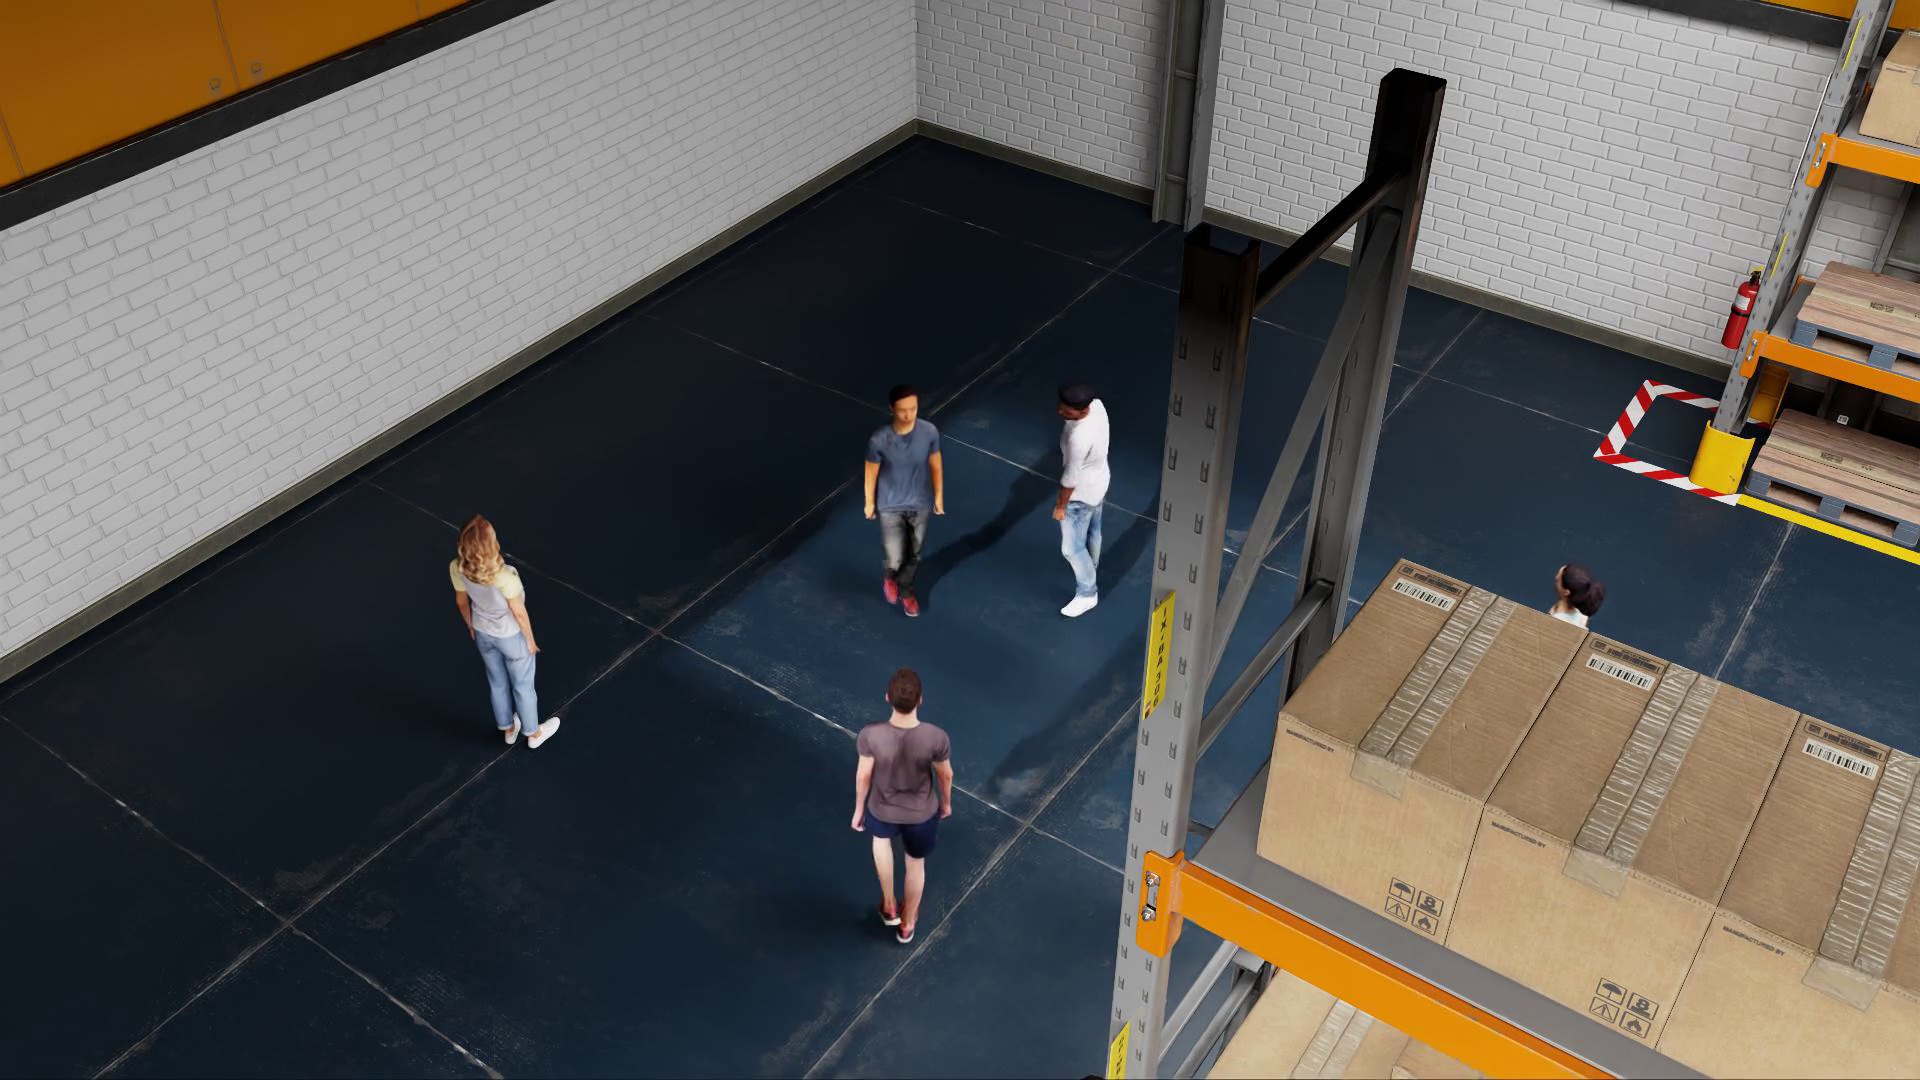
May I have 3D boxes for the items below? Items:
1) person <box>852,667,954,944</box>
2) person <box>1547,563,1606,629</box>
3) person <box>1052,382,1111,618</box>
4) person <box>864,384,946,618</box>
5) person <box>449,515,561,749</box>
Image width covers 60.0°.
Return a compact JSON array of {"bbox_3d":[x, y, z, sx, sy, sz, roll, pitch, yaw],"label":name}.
[{"bbox_3d":[-0.310,1.479,8.708,0.775,1.840,0.872,1,39,1],"label":"person"},{"bbox_3d":[3.360,0.836,9.574,0.596,1.764,0.625,31,48,33],"label":"person"},{"bbox_3d":[0.855,-0.378,11.092,0.664,1.766,0.877,28,46,30],"label":"person"},{"bbox_3d":[-0.397,-0.303,10.969,0.817,1.803,0.851,-13,40,-16],"label":"person"},{"bbox_3d":[-2.745,0.565,9.946,0.585,1.723,0.749,12,40,14],"label":"person"}]
